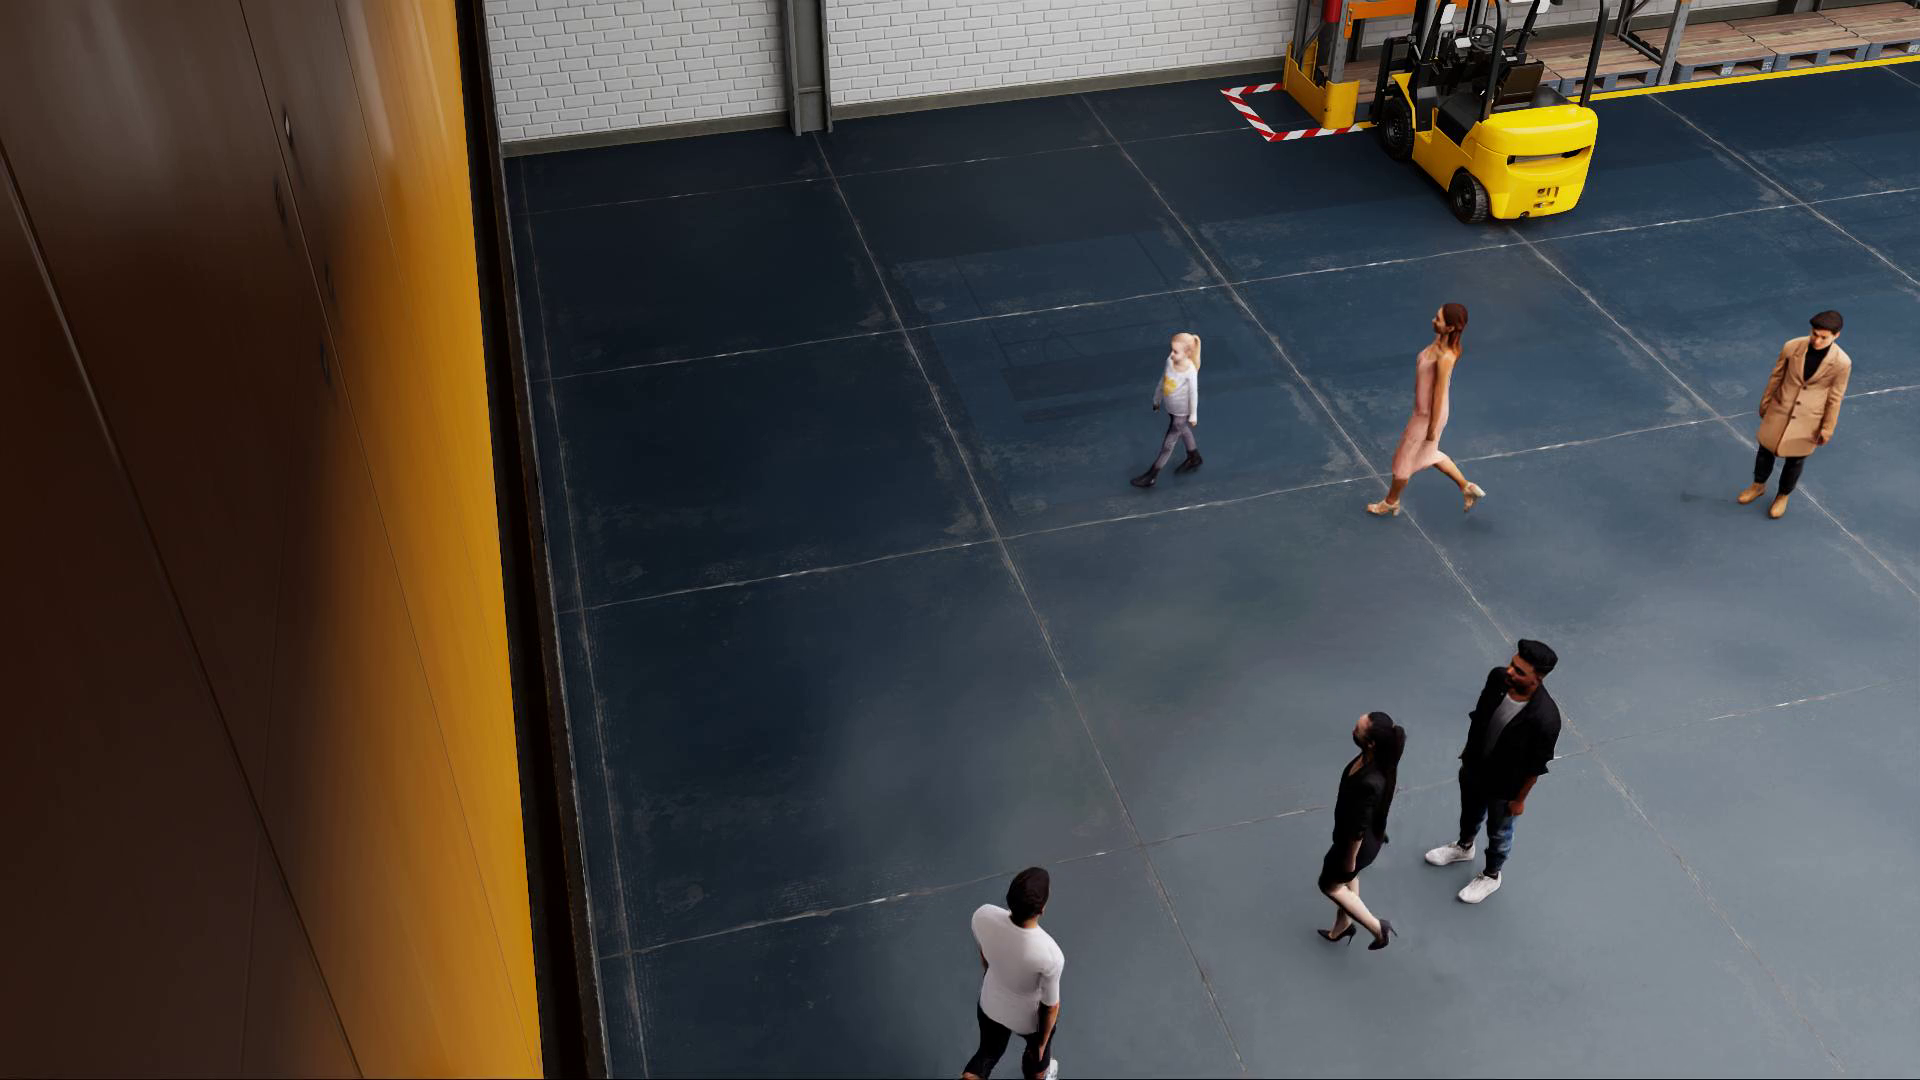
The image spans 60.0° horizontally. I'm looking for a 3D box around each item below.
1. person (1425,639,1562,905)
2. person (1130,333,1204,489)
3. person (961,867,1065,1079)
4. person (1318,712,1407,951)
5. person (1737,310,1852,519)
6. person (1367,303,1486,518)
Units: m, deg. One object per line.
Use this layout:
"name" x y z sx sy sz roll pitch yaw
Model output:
"person" 2.964 1.228 9.079 0.636 1.814 0.719 -15 41 -18
"person" 1.669 -0.981 12.299 0.937 1.246 0.628 -18 42 -21
"person" 0.207 2.236 7.806 1.092 1.827 1.174 22 44 25
"person" 2.175 1.588 8.731 0.840 1.685 0.778 12 40 15
"person" 5.972 -0.926 11.858 0.803 1.711 0.831 27 46 30
"person" 3.388 -0.862 11.697 1.111 1.813 0.941 10 40 12
